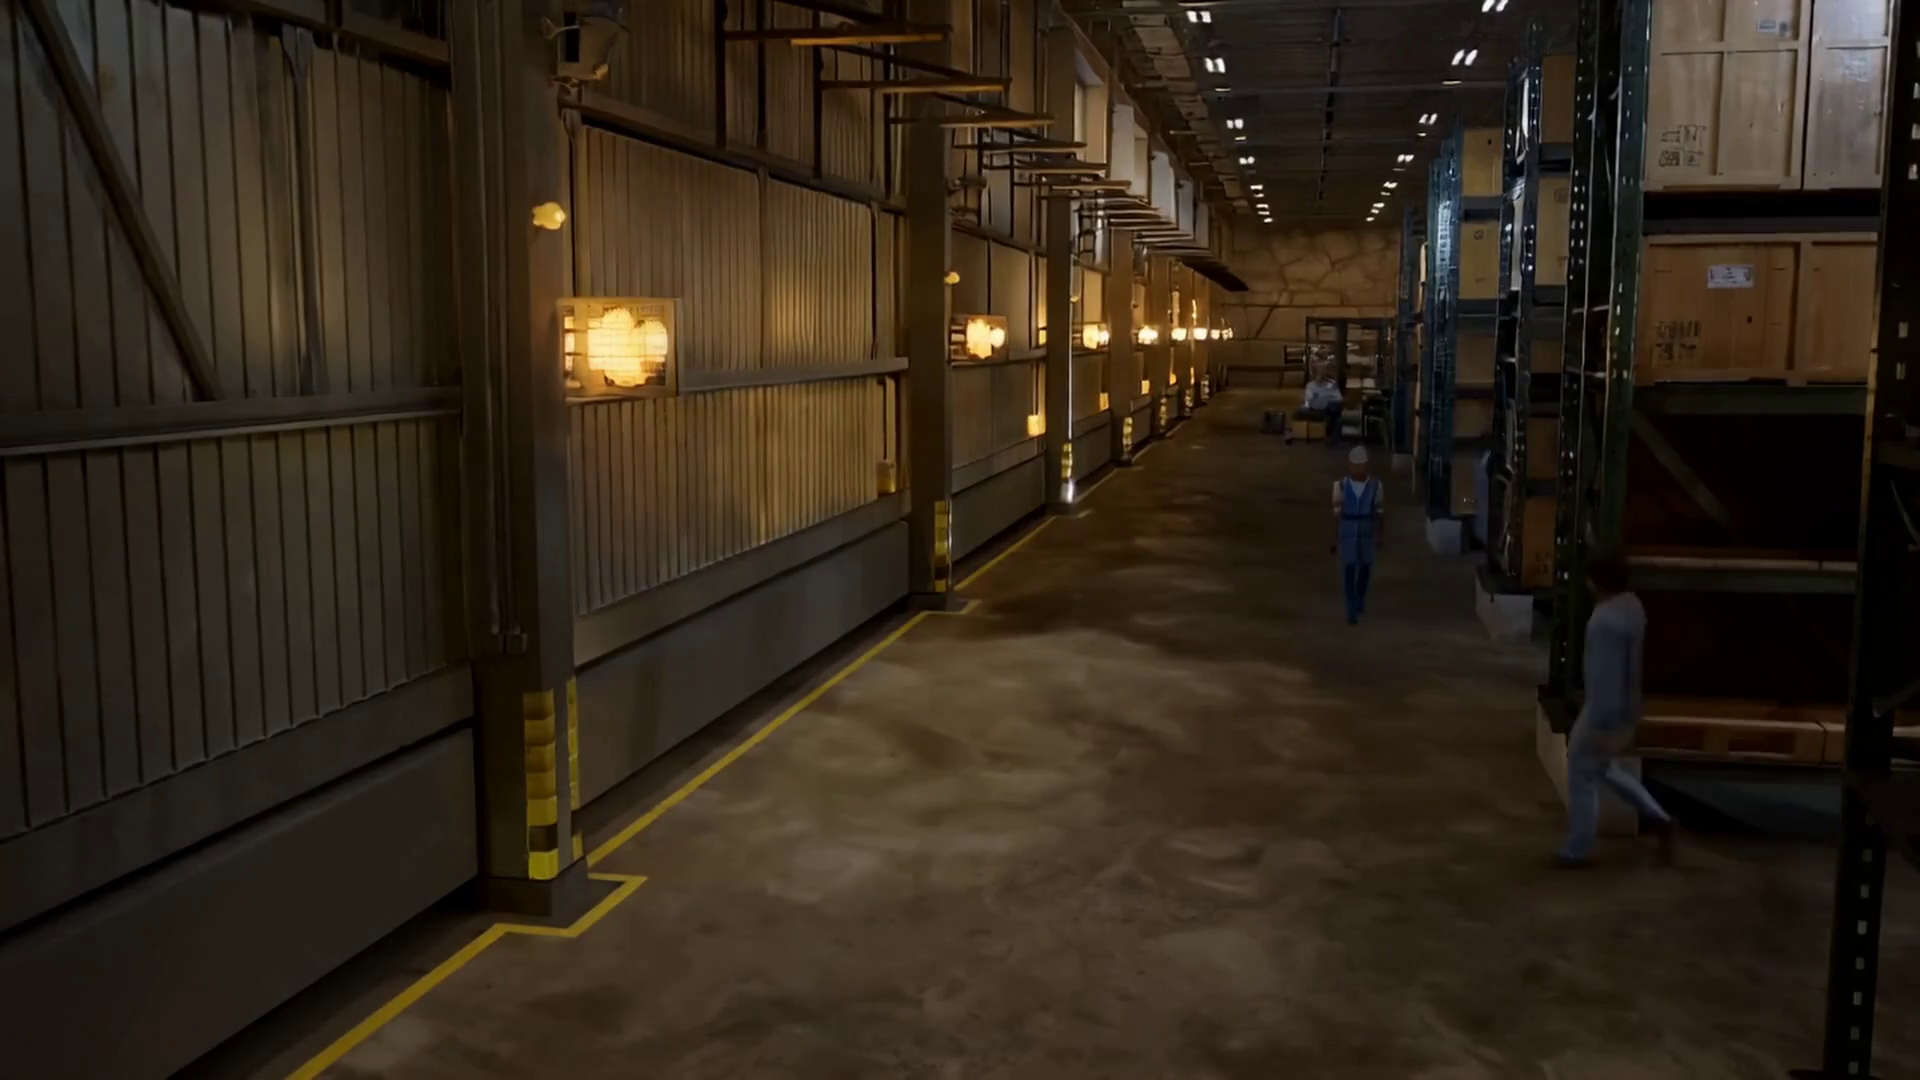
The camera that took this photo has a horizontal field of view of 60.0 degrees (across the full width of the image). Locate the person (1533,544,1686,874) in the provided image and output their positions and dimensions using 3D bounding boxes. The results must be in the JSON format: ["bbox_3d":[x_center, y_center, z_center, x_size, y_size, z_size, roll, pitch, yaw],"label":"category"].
[{"bbox_3d":[3.726,0.970,9.445,0.707,1.920,0.647,4,8,29],"label":"person"}]

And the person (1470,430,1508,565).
[{"bbox_3d":[6.931,-0.531,21.835,0.479,1.825,0.626,3,8,20],"label":"person"}]

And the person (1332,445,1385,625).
[{"bbox_3d":[4.273,-0.077,17.889,0.548,1.911,0.843,1,7,9],"label":"person"}]
